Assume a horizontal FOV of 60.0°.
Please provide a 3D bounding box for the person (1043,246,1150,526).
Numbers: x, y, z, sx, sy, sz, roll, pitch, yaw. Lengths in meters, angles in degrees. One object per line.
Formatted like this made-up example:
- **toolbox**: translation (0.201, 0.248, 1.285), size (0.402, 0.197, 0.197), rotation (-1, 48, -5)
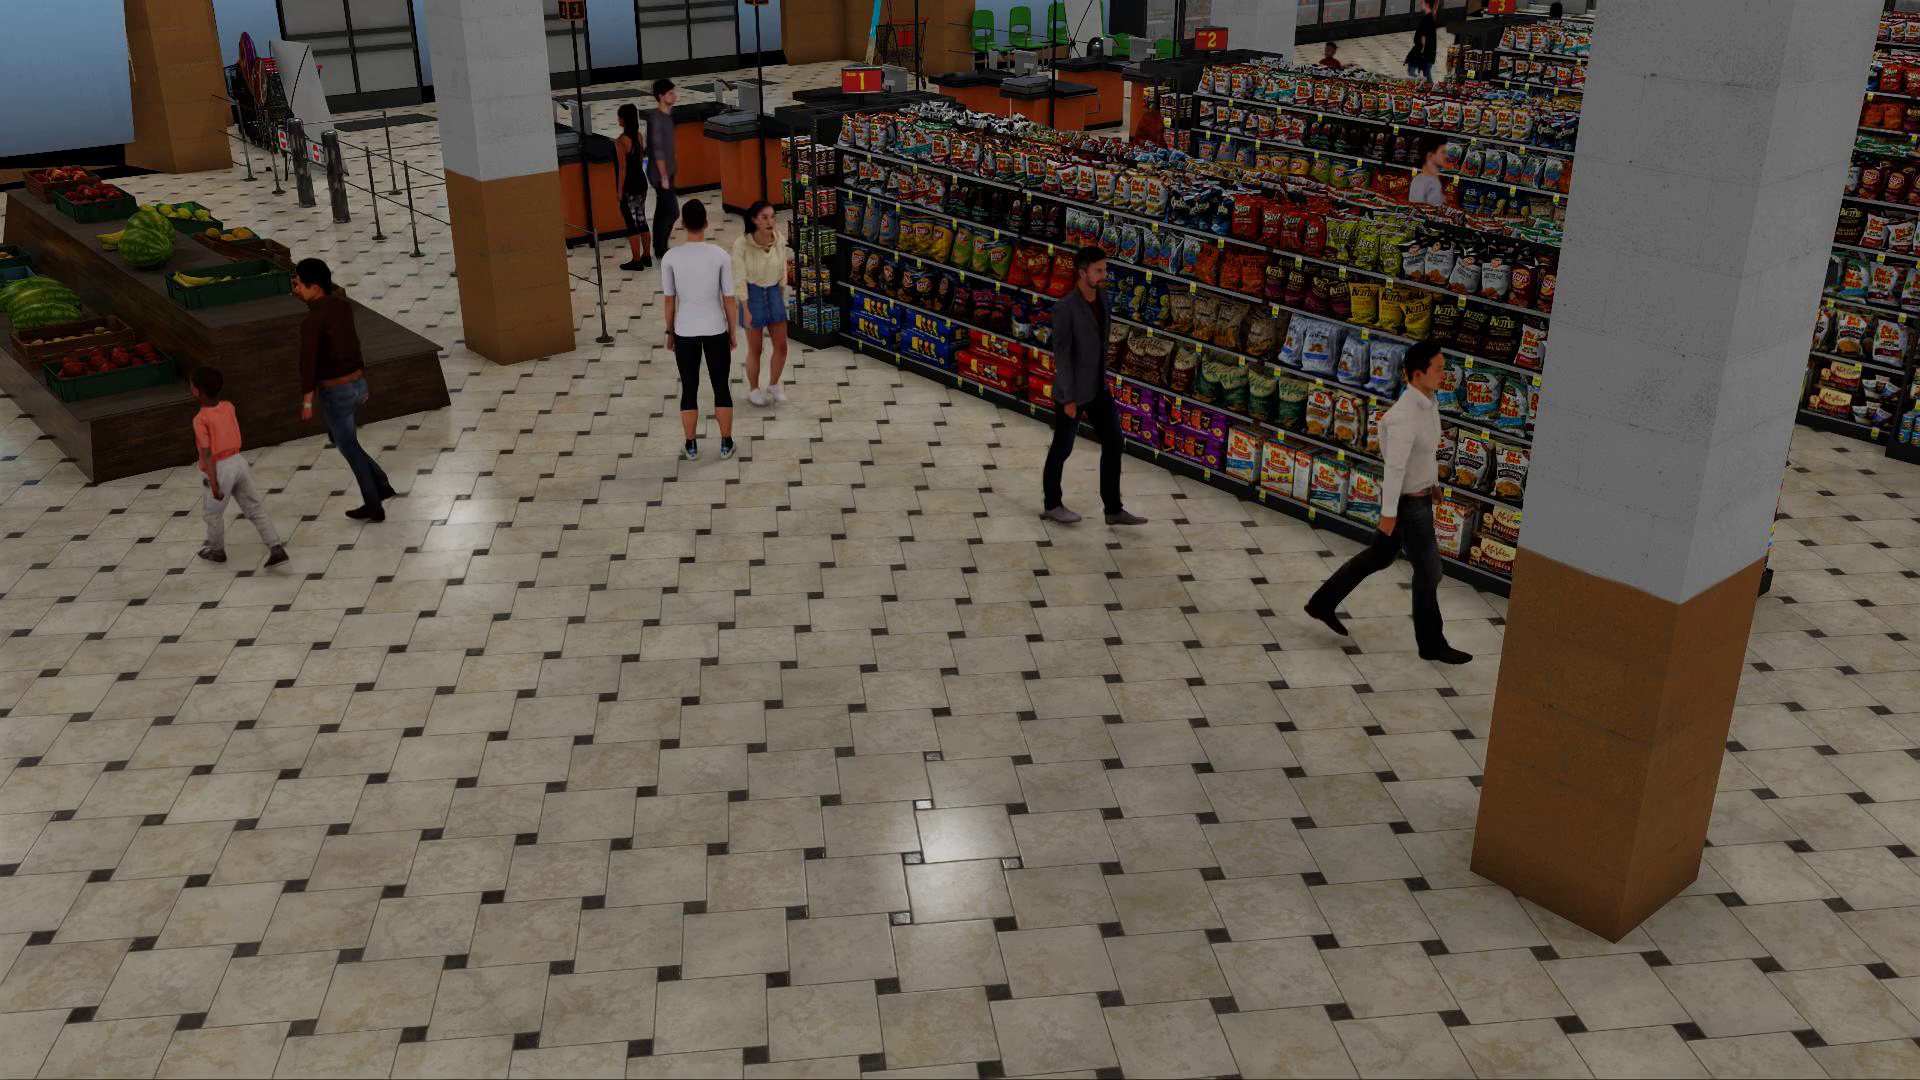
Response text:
- **person**: translation (0.708, -0.963, 10.571), size (0.981, 1.842, 0.799), rotation (20, 31, 38)

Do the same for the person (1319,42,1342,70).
- **person**: translation (5.375, -6.595, 24.204), size (0.816, 1.231, 0.726), rotation (15, 28, 30)

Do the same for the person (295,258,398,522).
- **person**: translation (-3.850, -0.911, 10.560), size (0.846, 1.755, 0.795), rotation (5, 24, 12)

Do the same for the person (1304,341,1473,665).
- **person**: translation (2.296, -0.208, 8.935), size (1.271, 1.771, 1.002), rotation (10, 26, 22)

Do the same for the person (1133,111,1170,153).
- **person**: translation (1.755, -3.121, 15.572), size (0.631, 1.786, 0.624), rotation (-10, 26, -22)

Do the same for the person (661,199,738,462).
- **person**: translation (-1.823, -1.469, 11.720), size (0.732, 1.848, 0.741), rotation (-3, 24, -6)

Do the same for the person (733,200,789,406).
- **person**: translation (-1.573, -1.832, 12.846), size (0.682, 1.610, 0.680), rotation (-11, 26, -24)

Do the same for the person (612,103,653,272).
- **person**: translation (-3.299, -3.555, 16.718), size (0.654, 1.662, 0.659), rotation (9, 25, 20)

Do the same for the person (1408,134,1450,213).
- **person**: translation (3.830, -2.406, 13.815), size (0.819, 1.885, 0.721), rotation (-2, 24, -4)

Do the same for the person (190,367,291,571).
- **person**: translation (-4.346, -0.407, 9.982), size (0.972, 1.295, 0.695), rotation (12, 26, 25)

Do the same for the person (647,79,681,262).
- **person**: translation (-3.061, -3.754, 16.954), size (0.851, 1.839, 0.783), rotation (0, 24, -1)

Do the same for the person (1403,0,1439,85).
- **person**: translation (7.391, -7.669, 26.109), size (0.768, 1.671, 0.717), rotation (16, 28, 32)
